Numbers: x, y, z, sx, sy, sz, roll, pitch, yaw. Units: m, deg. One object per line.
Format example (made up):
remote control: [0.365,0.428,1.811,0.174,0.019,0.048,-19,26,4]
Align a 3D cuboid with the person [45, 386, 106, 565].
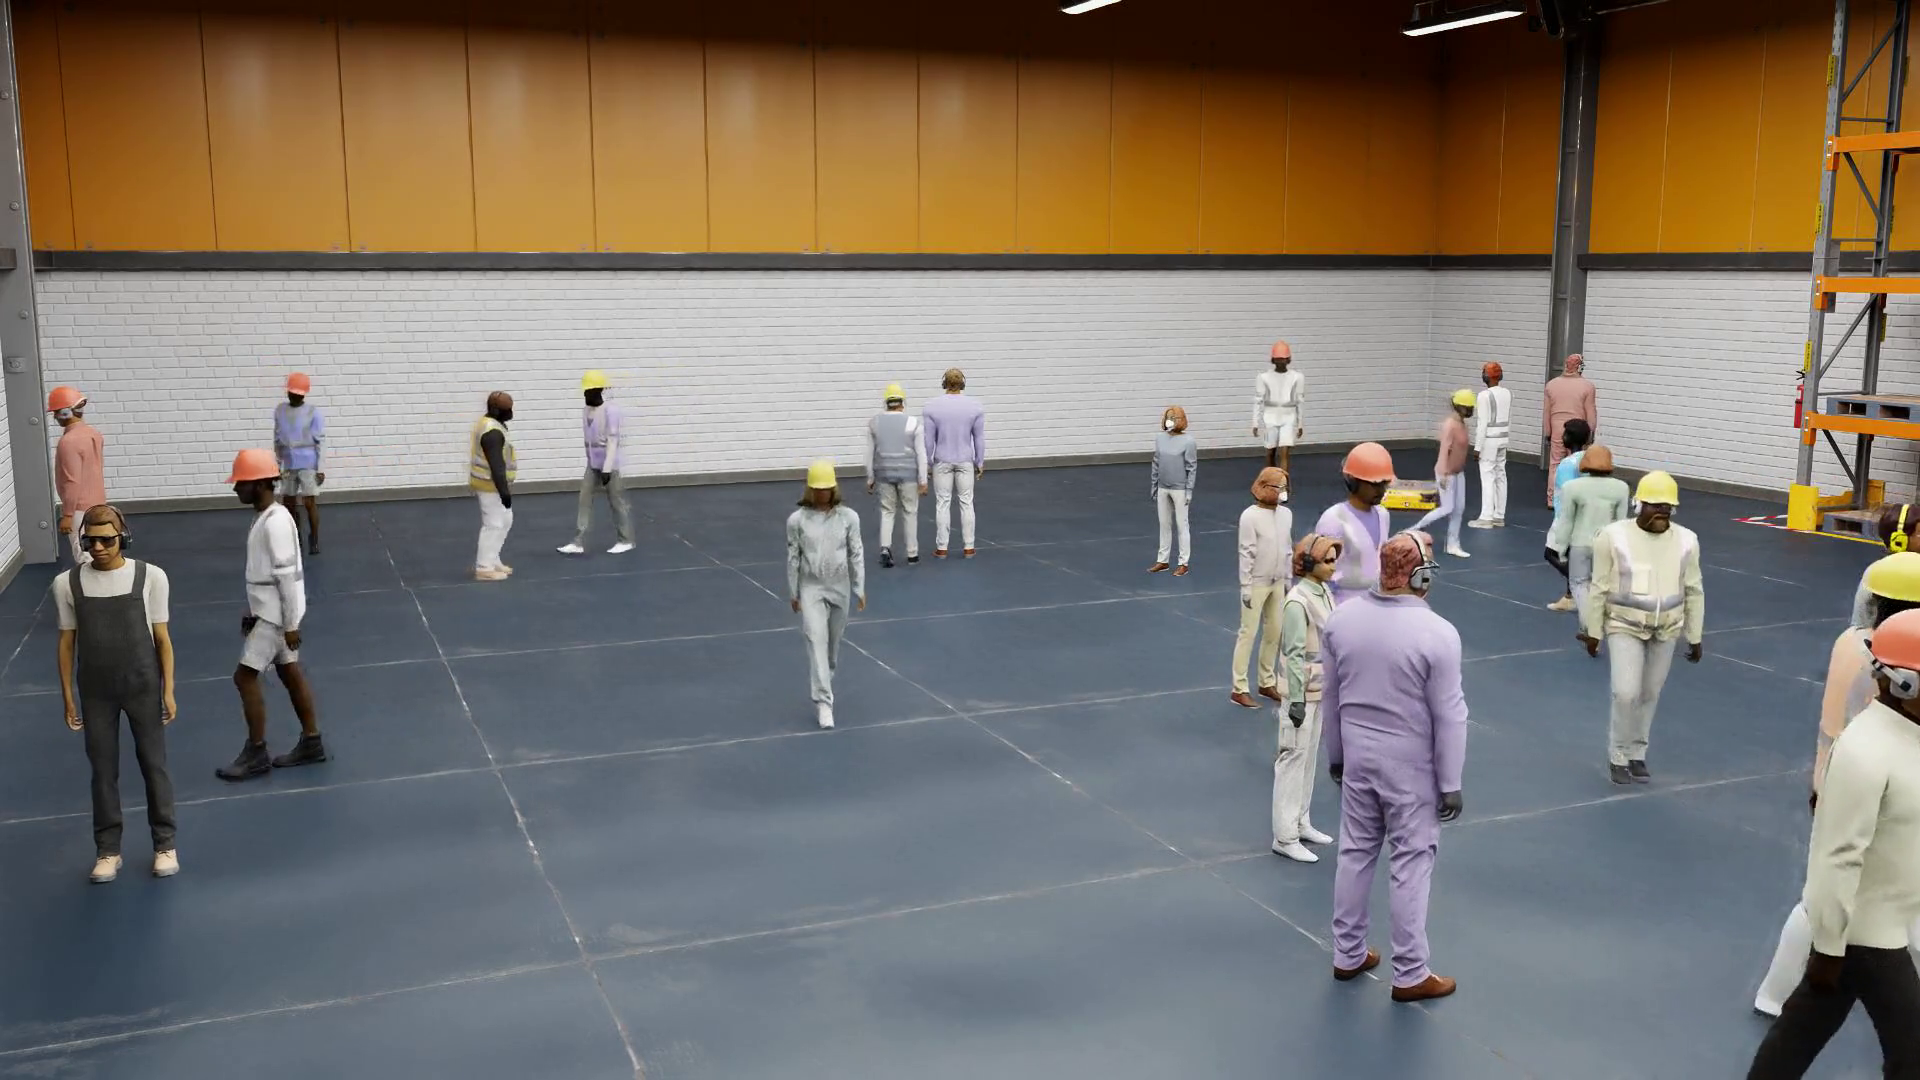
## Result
person: [-7.193,-0.262,13.594,0.393,1.986,0.611,-1,9,-5]

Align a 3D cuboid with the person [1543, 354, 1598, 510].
person: [7.364,-1.287,20.048,0.404,1.906,0.651,-9,13,-43]

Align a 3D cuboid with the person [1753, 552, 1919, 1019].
person: [3.585,0.979,6.400,0.959,1.876,0.613,2,10,13]

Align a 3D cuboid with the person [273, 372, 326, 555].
person: [-6.826,-0.781,17.073,0.718,1.894,0.502,2,10,14]

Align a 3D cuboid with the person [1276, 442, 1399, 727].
person: [2.146,0.432,9.368,0.613,2.007,0.802,-9,13,-44]

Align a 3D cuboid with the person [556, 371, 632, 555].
person: [-3.734,-0.762,16.916,0.610,1.887,0.915,8,12,40]

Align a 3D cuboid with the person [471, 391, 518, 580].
person: [-4.370,-0.496,15.589,0.464,1.802,0.661,-2,10,-14]

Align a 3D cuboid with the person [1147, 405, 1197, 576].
person: [2.040,-0.479,15.965,0.500,1.636,0.281,9,13,43]

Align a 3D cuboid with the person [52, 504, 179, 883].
person: [-4.054,0.734,8.016,0.506,1.842,0.332,-3,10,-19]

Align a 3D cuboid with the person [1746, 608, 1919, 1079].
person: [2.875,1.167,5.048,1.019,1.937,0.620,6,11,33]

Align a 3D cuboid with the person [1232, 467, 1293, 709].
person: [2.061,0.313,11.216,0.506,1.628,0.276,-7,12,-37]

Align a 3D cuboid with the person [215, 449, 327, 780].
person: [-4.092,0.428,9.653,0.762,1.910,0.558,-4,10,-25]

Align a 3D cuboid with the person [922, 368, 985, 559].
person: [-0.065,-0.772,16.825,0.637,1.938,0.355,-1,9,-6]

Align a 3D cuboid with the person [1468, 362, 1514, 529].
person: [6.003,-1.068,18.795,0.575,1.881,0.361,-7,12,-36]

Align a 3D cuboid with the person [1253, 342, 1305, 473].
person: [4.091,-1.546,21.346,0.622,2.008,1.009,2,10,12]

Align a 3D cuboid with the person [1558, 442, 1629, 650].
person: [4.879,0.055,12.812,0.500,1.611,0.698,1,9,4]

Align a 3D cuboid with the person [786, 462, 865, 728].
person: [-0.892,0.321,10.953,0.490,1.695,0.906,-3,10,-15]

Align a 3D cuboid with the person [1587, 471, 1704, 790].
person: [3.898,0.514,9.400,0.617,1.810,0.592,0,9,0]

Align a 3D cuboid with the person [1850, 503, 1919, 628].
person: [4.480,0.739,7.926,0.714,1.844,0.570,6,11,33]

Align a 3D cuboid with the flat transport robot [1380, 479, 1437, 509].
flat transport robot: [5.606,-0.584,20.732,0.652,0.197,1.431,3,10,17]

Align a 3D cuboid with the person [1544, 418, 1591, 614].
person: [5.198,-0.187,14.053,0.539,1.683,0.409,-8,12,-41]

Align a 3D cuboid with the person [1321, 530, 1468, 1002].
person: [1.780,0.905,6.767,0.403,1.906,0.652,-8,12,-39]

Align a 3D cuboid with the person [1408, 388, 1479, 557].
person: [4.949,-0.688,16.916,0.617,1.734,0.544,9,13,44]

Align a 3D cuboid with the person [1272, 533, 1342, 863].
person: [1.743,0.777,8.353,0.310,1.636,0.522,5,10,27]

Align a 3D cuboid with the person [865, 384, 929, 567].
person: [-0.630,-0.618,16.359,0.652,1.794,0.645,2,10,12]
